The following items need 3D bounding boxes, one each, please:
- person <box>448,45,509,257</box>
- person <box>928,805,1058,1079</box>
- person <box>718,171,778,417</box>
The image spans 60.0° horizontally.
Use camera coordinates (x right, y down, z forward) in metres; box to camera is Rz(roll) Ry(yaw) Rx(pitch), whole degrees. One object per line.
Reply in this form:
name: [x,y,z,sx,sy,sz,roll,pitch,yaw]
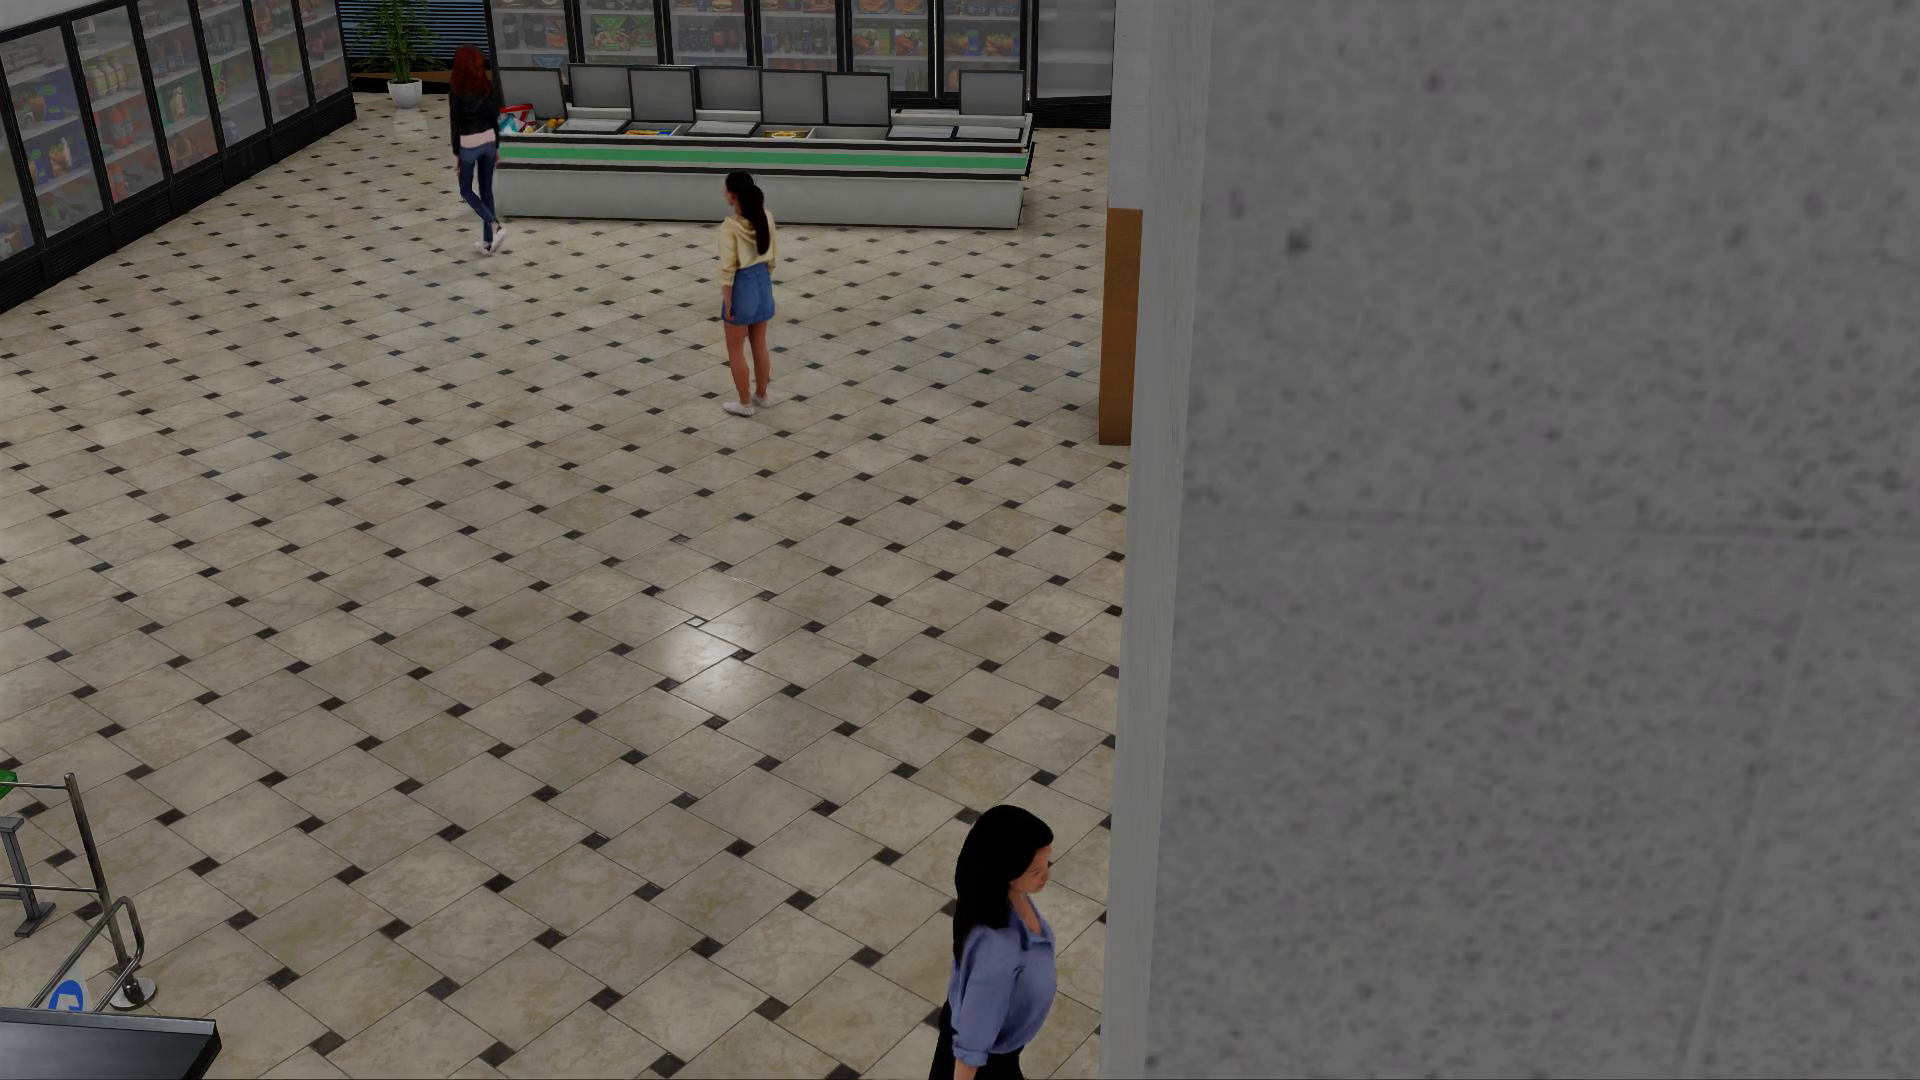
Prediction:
person: [-4.007,-3.213,13.933,0.905,1.775,0.968,-21,34,-35]
person: [-0.008,1.463,4.780,0.903,1.715,0.727,-4,27,-8]
person: [-1.366,-1.614,10.938,0.801,1.632,0.758,24,35,38]
